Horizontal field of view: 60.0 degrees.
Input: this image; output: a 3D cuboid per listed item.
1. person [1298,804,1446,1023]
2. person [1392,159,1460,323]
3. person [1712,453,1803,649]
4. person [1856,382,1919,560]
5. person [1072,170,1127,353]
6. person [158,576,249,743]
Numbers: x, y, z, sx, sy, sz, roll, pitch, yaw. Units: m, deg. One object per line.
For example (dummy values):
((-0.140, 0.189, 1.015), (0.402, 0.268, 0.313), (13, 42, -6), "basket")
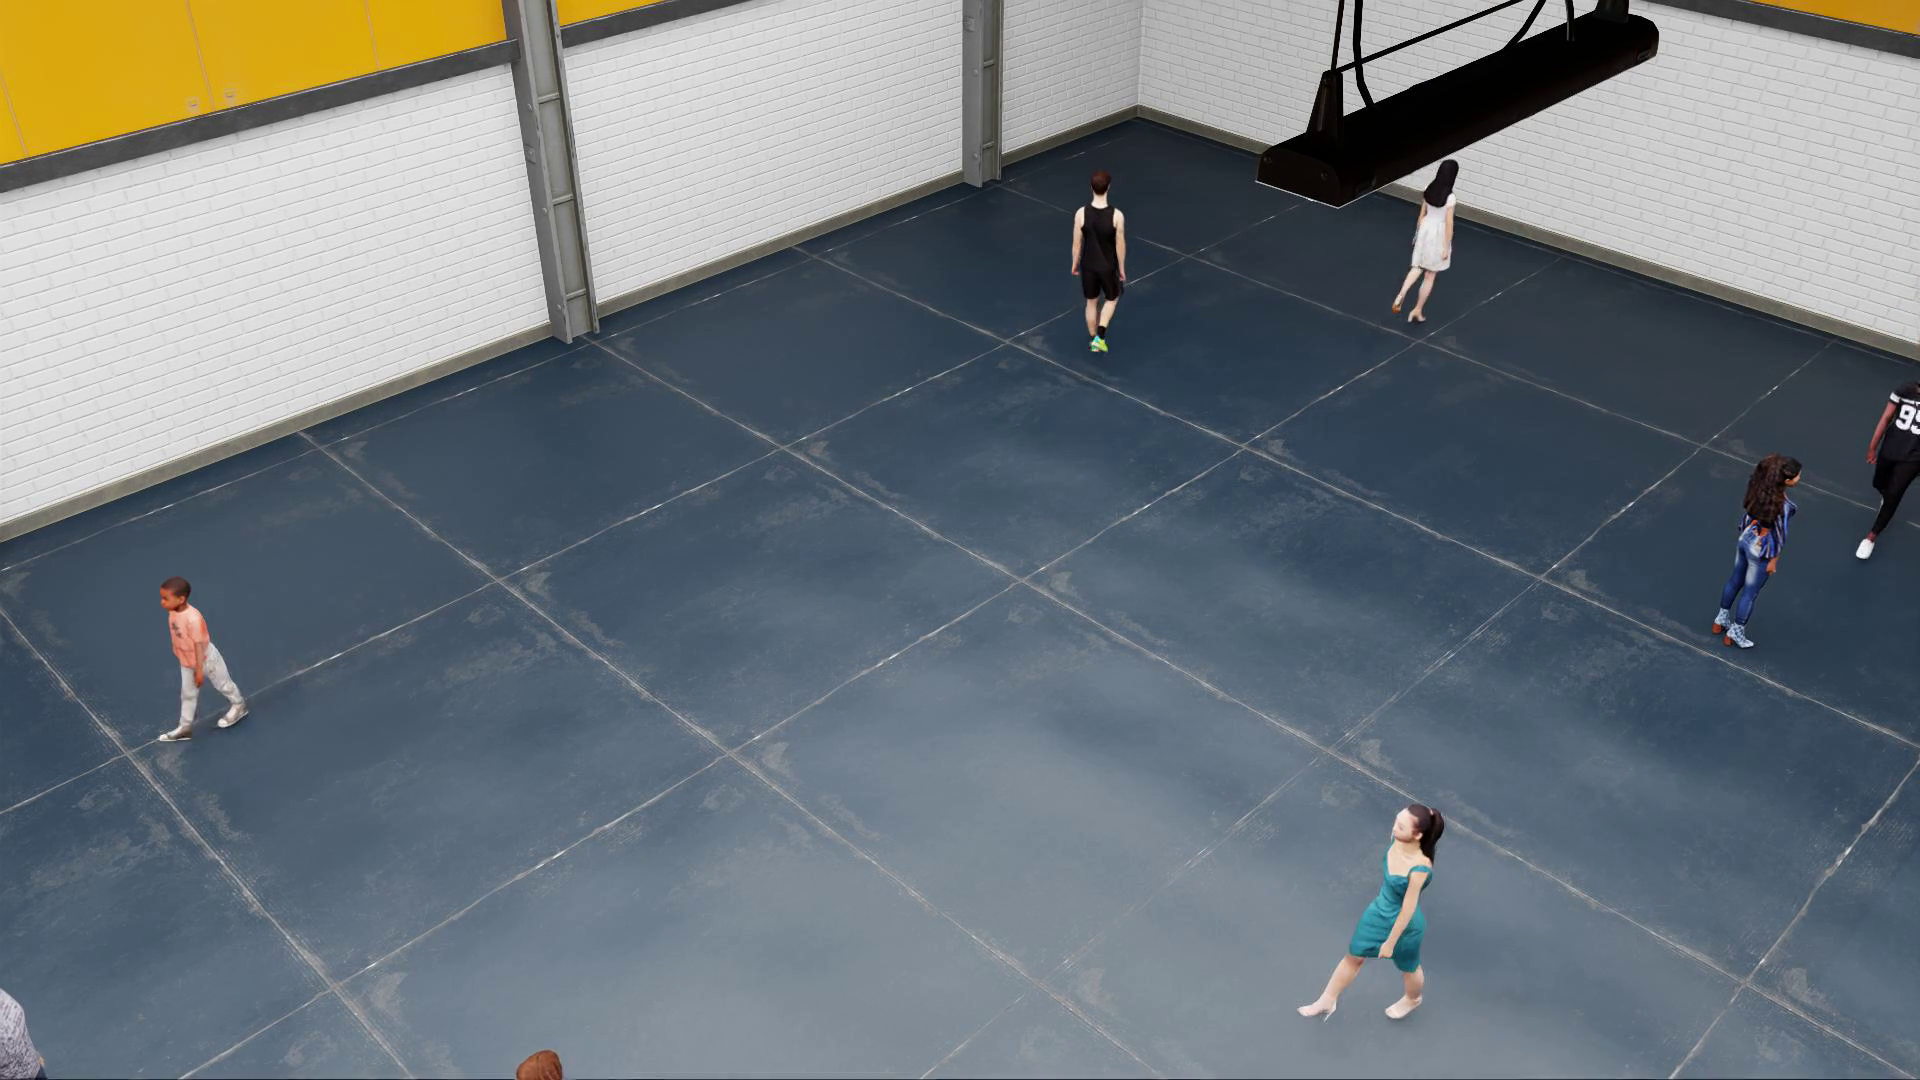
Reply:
((2.516, 2.121, 9.279), (1.057, 1.653, 0.897), (-7, 34, -10), "person")
((4.720, -2.973, 16.845), (0.903, 1.762, 0.737), (-20, 38, -27), "person")
((5.952, 0.070, 12.398), (0.740, 1.617, 0.693), (-2, 34, -4), "person")
((7.679, -0.725, 13.516), (0.658, 1.703, 1.110), (26, 42, 33), "person")
((1.356, -2.661, 16.264), (0.893, 1.885, 0.950), (9, 35, 13), "person")
((-5.256, 0.788, 11.620), (0.601, 1.283, 0.885), (22, 39, 29), "person")
